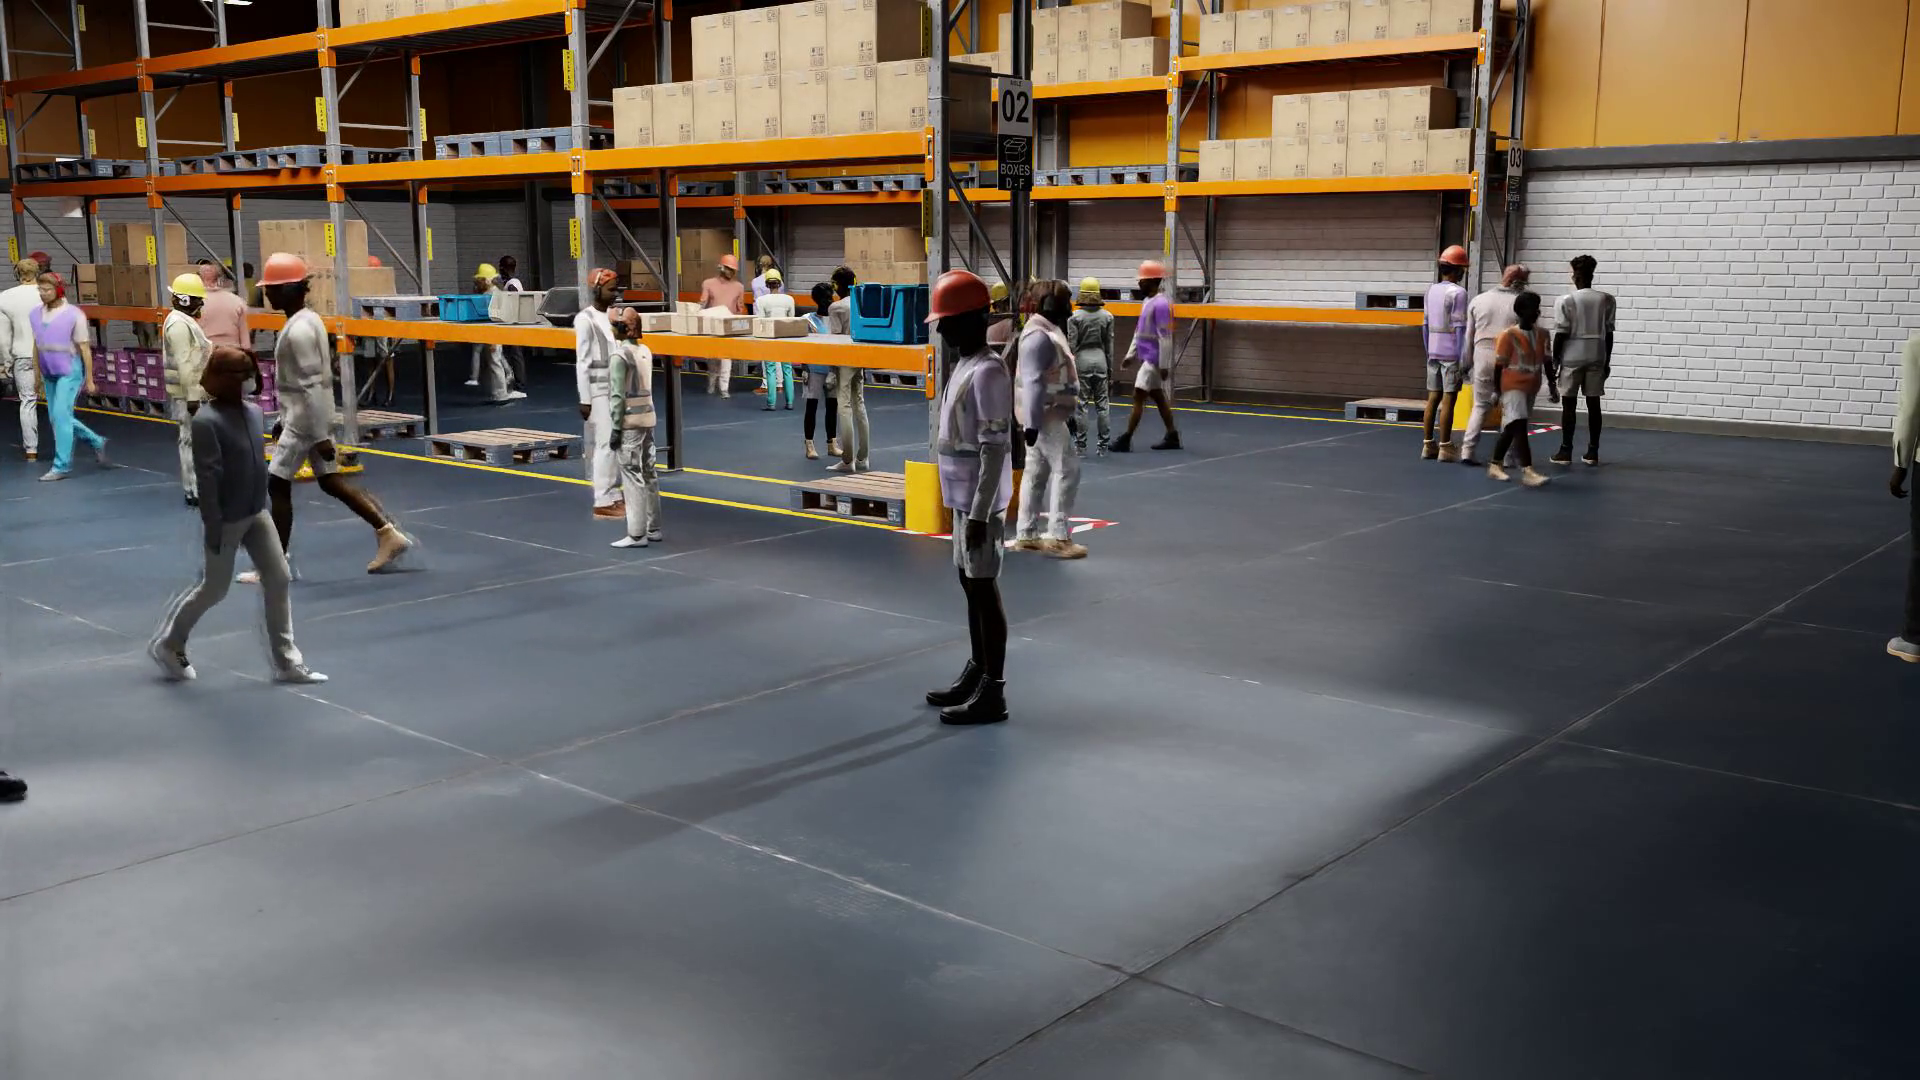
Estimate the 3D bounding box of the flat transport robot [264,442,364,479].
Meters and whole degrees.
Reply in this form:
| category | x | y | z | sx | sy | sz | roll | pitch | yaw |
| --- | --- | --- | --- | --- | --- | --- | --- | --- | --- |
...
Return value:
| category | x | y | z | sx | sy | sz | roll | pitch | yaw |
| --- | --- | --- | --- | --- | --- | --- | --- | --- | --- |
| flat transport robot | -6.082 | -0.727 | 14.958 | 1.431 | 0.197 | 0.652 | 7 | 12 | 35 |

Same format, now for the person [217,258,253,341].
| category | x | y | z | sx | sy | sz | roll | pitch | yaw |
| --- | --- | --- | --- | --- | --- | --- | --- | --- | --- |
| person | -10.119 | -2.949 | 23.011 | 0.639 | 1.892 | 0.609 | 2 | 10 | 11 |

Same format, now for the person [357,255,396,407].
| category | x | y | z | sx | sy | sz | roll | pitch | yaw |
| --- | --- | --- | --- | --- | --- | --- | --- | --- | --- |
| person | -7.434 | -2.645 | 21.165 | 0.542 | 1.928 | 0.376 | 2 | 10 | 9 |

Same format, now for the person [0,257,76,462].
| category | x | y | z | sx | sy | sz | roll | pitch | yaw |
| --- | --- | --- | --- | --- | --- | --- | --- | --- | --- |
| person | -8.740 | -1.698 | 15.752 | 0.629 | 1.936 | 0.373 | -4 | 11 | -23 |

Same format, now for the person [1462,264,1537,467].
| category | x | y | z | sx | sy | sz | roll | pitch | yaw |
| --- | --- | --- | --- | --- | --- | --- | --- | --- | --- |
| person | 4.954 | -1.593 | 15.337 | 0.727 | 1.884 | 0.553 | 8 | 13 | 38 |

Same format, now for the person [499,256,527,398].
| category | x | y | z | sx | sy | sz | roll | pitch | yaw |
| --- | --- | --- | --- | --- | --- | --- | --- | --- | --- |
| person | -6.060 | -2.889 | 22.576 | 0.381 | 1.917 | 0.596 | -3 | 10 | -17 |

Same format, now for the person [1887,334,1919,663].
| category | x | y | z | sx | sy | sz | roll | pitch | yaw |
| --- | --- | --- | --- | --- | --- | --- | --- | --- | --- |
| person | 4.851 | -0.381 | 8.071 | 0.612 | 1.997 | 0.376 | 2 | 10 | 13 |

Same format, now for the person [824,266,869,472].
| category | x | y | z | sx | sy | sz | roll | pitch | yaw |
| --- | --- | --- | --- | --- | --- | --- | --- | --- | --- |
| person | -1.026 | -1.540 | 15.057 | 0.331 | 1.865 | 0.519 | 8 | 12 | 37 |

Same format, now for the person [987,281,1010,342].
| category | x | y | z | sx | sy | sz | roll | pitch | yaw |
| --- | --- | --- | --- | --- | --- | --- | --- | --- | --- |
| person | 0.372 | -1.185 | 13.335 | 0.323 | 1.761 | 0.523 | 8 | 13 | 40 |

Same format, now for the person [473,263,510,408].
| category | x | y | z | sx | sy | sz | roll | pitch | yaw |
| --- | --- | --- | --- | --- | --- | --- | --- | --- | --- |
| person | -5.956 | -2.586 | 21.100 | 0.403 | 1.833 | 0.597 | -3 | 11 | -19 |

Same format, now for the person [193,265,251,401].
| category | x | y | z | sx | sy | sz | roll | pitch | yaw |
| --- | --- | --- | --- | --- | --- | --- | --- | --- | --- |
| person | -7.437 | -1.798 | 16.542 | 0.989 | 1.851 | 0.669 | 9 | 13 | 42 |

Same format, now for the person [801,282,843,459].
| category | x | y | z | sx | sy | sz | roll | pitch | yaw |
| --- | --- | --- | --- | --- | --- | --- | --- | --- | --- |
| person | -1.317 | -1.630 | 16.038 | 0.535 | 1.699 | 0.318 | -7 | 12 | -34 |

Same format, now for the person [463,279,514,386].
| category | x | y | z | sx | sy | sz | roll | pitch | yaw |
| --- | --- | --- | --- | --- | --- | --- | --- | --- | --- |
| person | -6.949 | -3.058 | 24.466 | 0.839 | 1.596 | 0.508 | 6 | 11 | 29 |

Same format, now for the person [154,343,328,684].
| category | x | y | z | sx | sy | sz | roll | pitch | yaw |
| --- | --- | --- | --- | --- | --- | --- | --- | --- | --- |
| person | -3.394 | -0.111 | 7.675 | 0.794 | 1.600 | 0.504 | 2 | 10 | 12 |

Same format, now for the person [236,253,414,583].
| category | x | y | z | sx | sy | sz | roll | pitch | yaw |
| --- | --- | --- | --- | --- | --- | --- | --- | --- | --- |
| person | -3.891 | -0.736 | 10.113 | 0.992 | 2.012 | 0.596 | -2 | 10 | -12 |

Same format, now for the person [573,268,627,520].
| category | x | y | z | sx | sy | sz | roll | pitch | yaw |
| --- | --- | --- | --- | --- | --- | --- | --- | --- | --- |
| person | -2.649 | -1.097 | 12.510 | 0.444 | 1.872 | 0.583 | 2 | 10 | 10 |

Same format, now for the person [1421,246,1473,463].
| category | x | y | z | sx | sy | sz | roll | pitch | yaw |
| --- | --- | --- | --- | --- | --- | --- | --- | --- | --- |
| person | 4.638 | -1.755 | 15.768 | 0.378 | 2.041 | 0.615 | -3 | 10 | -18 |

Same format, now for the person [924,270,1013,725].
| category | x | y | z | sx | sy | sz | roll | pitch | yaw |
| --- | --- | --- | --- | --- | --- | --- | --- | --- | --- |
| person | 0.034 | -0.176 | 7.105 | 0.374 | 1.927 | 0.542 | -2 | 10 | -9 |

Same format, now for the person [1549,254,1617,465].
| category | x | y | z | sx | sy | sz | roll | pitch | yaw |
| --- | --- | --- | --- | --- | --- | --- | --- | --- | --- |
| person | 5.806 | -1.678 | 15.551 | 0.602 | 1.965 | 0.366 | -1 | 10 | -5 |

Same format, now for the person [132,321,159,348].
| category | x | y | z | sx | sy | sz | roll | pitch | yaw |
| --- | --- | --- | --- | --- | --- | --- | --- | --- | --- |
| person | -12.474 | -3.260 | 25.497 | 0.508 | 1.632 | 0.271 | 3 | 10 | 18 |

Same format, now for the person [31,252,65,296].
| category | x | y | z | sx | sy | sz | roll | pitch | yaw |
| --- | --- | --- | --- | --- | --- | --- | --- | --- | --- |
| person | -13.908 | -3.438 | 25.610 | 0.596 | 1.958 | 0.848 | -3 | 10 | -18 |

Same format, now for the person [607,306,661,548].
| category | x | y | z | sx | sy | sz | roll | pitch | yaw |
| --- | --- | --- | --- | --- | --- | --- | --- | --- | --- |
| person | -2.223 | -0.766 | 11.300 | 0.313 | 1.636 | 0.515 | 2 | 10 | 12 |

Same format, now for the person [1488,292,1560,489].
| category | x | y | z | sx | sy | sz | roll | pitch | yaw |
| --- | --- | --- | --- | --- | --- | --- | --- | --- | --- |
| person | 4.790 | -1.273 | 14.134 | 0.543 | 1.647 | 0.862 | -5 | 11 | -27 |

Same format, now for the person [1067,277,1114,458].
| category | x | y | z | sx | sy | sz | roll | pitch | yaw |
| --- | --- | --- | --- | --- | --- | --- | --- | --- | --- |
| person | 1.246 | -1.667 | 16.120 | 0.493 | 1.743 | 0.314 | -3 | 11 | -19 |

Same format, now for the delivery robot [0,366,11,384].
| category | x | y | z | sx | sy | sz | roll | pitch | yaw |
| --- | --- | --- | --- | --- | --- | --- | --- | --- | --- |
| delivery robot | -13.121 | -2.230 | 22.437 | 0.477 | 0.478 | 0.707 | -1 | 10 | -7 |

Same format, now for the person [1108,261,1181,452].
| category | x | y | z | sx | sy | sz | roll | pitch | yaw |
| --- | --- | --- | --- | --- | --- | --- | --- | --- | --- |
| person | 1.838 | -1.815 | 16.548 | 0.860 | 1.897 | 0.552 | -1 | 10 | -6 |

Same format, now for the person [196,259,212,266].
| category | x | y | z | sx | sy | sz | roll | pitch | yaw |
| --- | --- | --- | --- | --- | --- | --- | --- | --- | --- |
| person | -10.531 | -2.990 | 23.294 | 0.323 | 1.871 | 0.528 | 2 | 10 | 14 |

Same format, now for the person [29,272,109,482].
| category | x | y | z | sx | sy | sz | roll | pitch | yaw |
| --- | --- | --- | --- | --- | --- | --- | --- | --- | --- |
| person | -7.878 | -1.452 | 14.681 | 0.570 | 1.821 | 0.777 | 4 | 11 | 22 |

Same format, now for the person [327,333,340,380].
| category | x | y | z | sx | sy | sz | roll | pitch | yaw |
| --- | --- | --- | --- | --- | --- | --- | --- | --- | --- |
| person | -9.679 | -3.423 | 25.269 | 0.537 | 2.000 | 0.678 | 0 | 10 | -2 |

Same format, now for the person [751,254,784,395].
| category | x | y | z | sx | sy | sz | roll | pitch | yaw |
| --- | --- | --- | --- | --- | --- | --- | --- | --- | --- |
| person | -2.668 | -2.975 | 23.011 | 0.356 | 1.938 | 0.633 | 6 | 12 | 30 |

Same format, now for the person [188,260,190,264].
| category | x | y | z | sx | sy | sz | roll | pitch | yaw |
| --- | --- | --- | --- | --- | --- | --- | --- | --- | --- |
| person | -11.774 | -3.371 | 25.422 | 0.660 | 1.887 | 0.669 | -3 | 10 | -16 |

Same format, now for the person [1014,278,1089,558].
| category | x | y | z | sx | sy | sz | roll | pitch | yaw |
| --- | --- | --- | --- | --- | --- | --- | --- | --- | --- |
| person | 0.651 | -0.797 | 10.938 | 0.644 | 1.819 | 0.632 | 1 | 10 | 6 |

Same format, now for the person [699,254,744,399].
| category | x | y | z | sx | sy | sz | roll | pitch | yaw |
| --- | --- | --- | --- | --- | --- | --- | --- | --- | --- |
| person | -3.266 | -2.909 | 22.628 | 0.677 | 1.942 | 0.936 | -3 | 10 | -15 |

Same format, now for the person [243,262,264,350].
| category | x | y | z | sx | sy | sz | roll | pitch | yaw |
| --- | --- | --- | --- | --- | --- | --- | --- | --- | --- |
| person | -11.129 | -3.416 | 25.912 | 0.643 | 1.809 | 0.693 | -6 | 12 | -31 |

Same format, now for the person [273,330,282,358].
| category | x | y | z | sx | sy | sz | roll | pitch | yaw |
| --- | --- | --- | --- | --- | --- | --- | --- | --- | --- |
| person | -10.201 | -3.312 | 25.088 | 0.353 | 1.883 | 0.573 | 1 | 10 | 5 |

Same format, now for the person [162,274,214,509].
| category | x | y | z | sx | sy | sz | roll | pitch | yaw |
| --- | --- | --- | --- | --- | --- | --- | --- | --- | --- |
| person | -5.974 | -1.153 | 12.962 | 0.403 | 1.825 | 0.586 | -5 | 11 | -24 |

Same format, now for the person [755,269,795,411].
| category | x | y | z | sx | sy | sz | roll | pitch | yaw |
| --- | --- | --- | --- | --- | --- | --- | --- | --- | --- |
| person | -2.302 | -2.481 | 20.698 | 0.526 | 1.765 | 0.329 | -5 | 11 | -29 |

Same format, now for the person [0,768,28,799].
| category | x | y | z | sx | sy | sz | roll | pitch | yaw |
| --- | --- | --- | --- | --- | --- | --- | --- | --- | --- |
| person | -3.992 | 0.034 | 6.053 | 1.005 | 1.896 | 0.543 | 3 | 10 | 15 |
